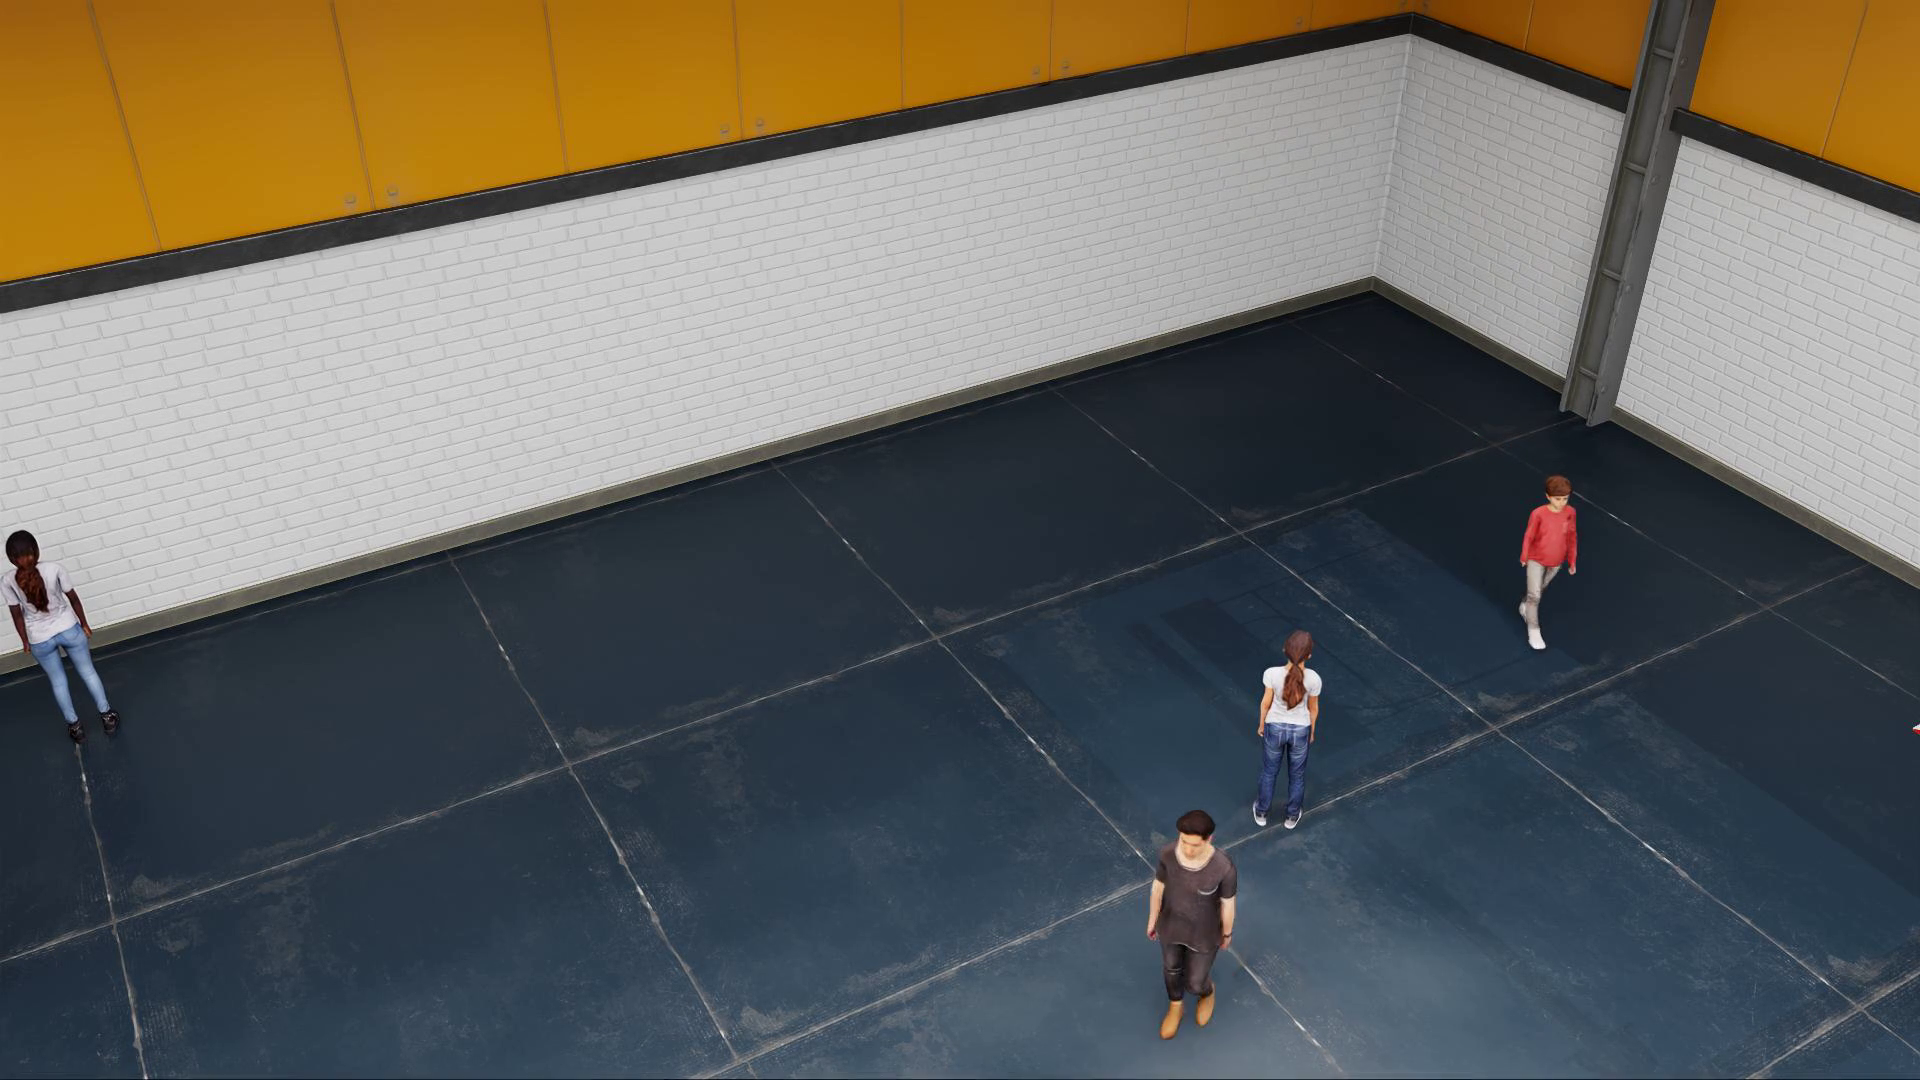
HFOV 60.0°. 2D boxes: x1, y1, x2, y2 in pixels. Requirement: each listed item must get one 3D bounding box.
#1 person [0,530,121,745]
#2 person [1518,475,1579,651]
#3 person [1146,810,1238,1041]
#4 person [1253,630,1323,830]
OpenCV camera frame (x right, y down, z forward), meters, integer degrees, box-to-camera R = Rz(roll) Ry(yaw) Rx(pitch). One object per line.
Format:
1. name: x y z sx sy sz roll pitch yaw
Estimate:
1. person: -6.347 0.670 11.665 0.584 1.719 0.501 -19 38 -26
2. person: 4.494 0.090 12.832 0.731 1.393 0.933 -5 34 -8
3. person: 1.342 2.130 9.480 0.740 1.707 0.815 19 38 26
4. person: 2.158 1.241 10.948 0.624 1.563 0.681 8 34 11
